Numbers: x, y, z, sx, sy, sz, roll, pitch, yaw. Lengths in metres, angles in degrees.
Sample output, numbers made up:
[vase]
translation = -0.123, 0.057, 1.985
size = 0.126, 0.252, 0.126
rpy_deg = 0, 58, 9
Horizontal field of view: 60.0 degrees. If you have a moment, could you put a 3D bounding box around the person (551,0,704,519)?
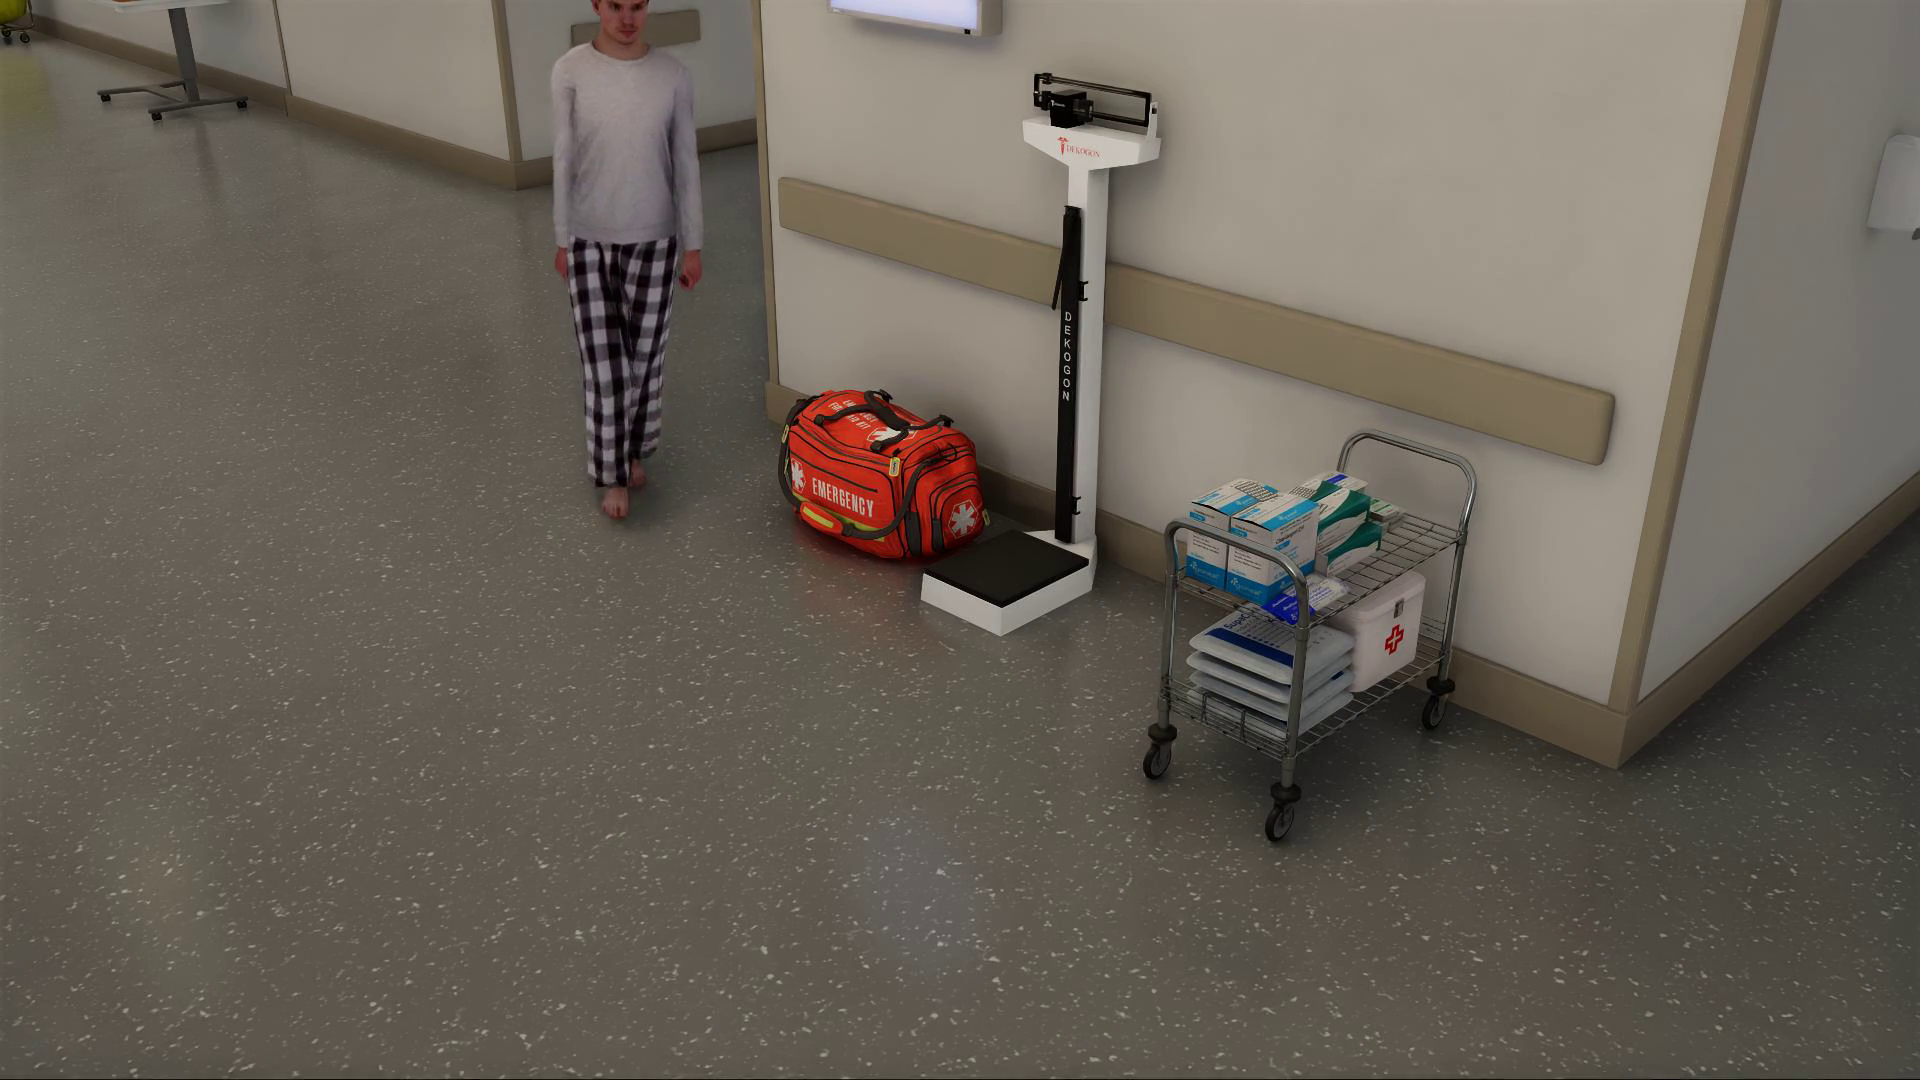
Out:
[person]
translation = -1.152, -1.047, 5.690
size = 0.868, 1.823, 0.966
rpy_deg = -6, 26, -13
